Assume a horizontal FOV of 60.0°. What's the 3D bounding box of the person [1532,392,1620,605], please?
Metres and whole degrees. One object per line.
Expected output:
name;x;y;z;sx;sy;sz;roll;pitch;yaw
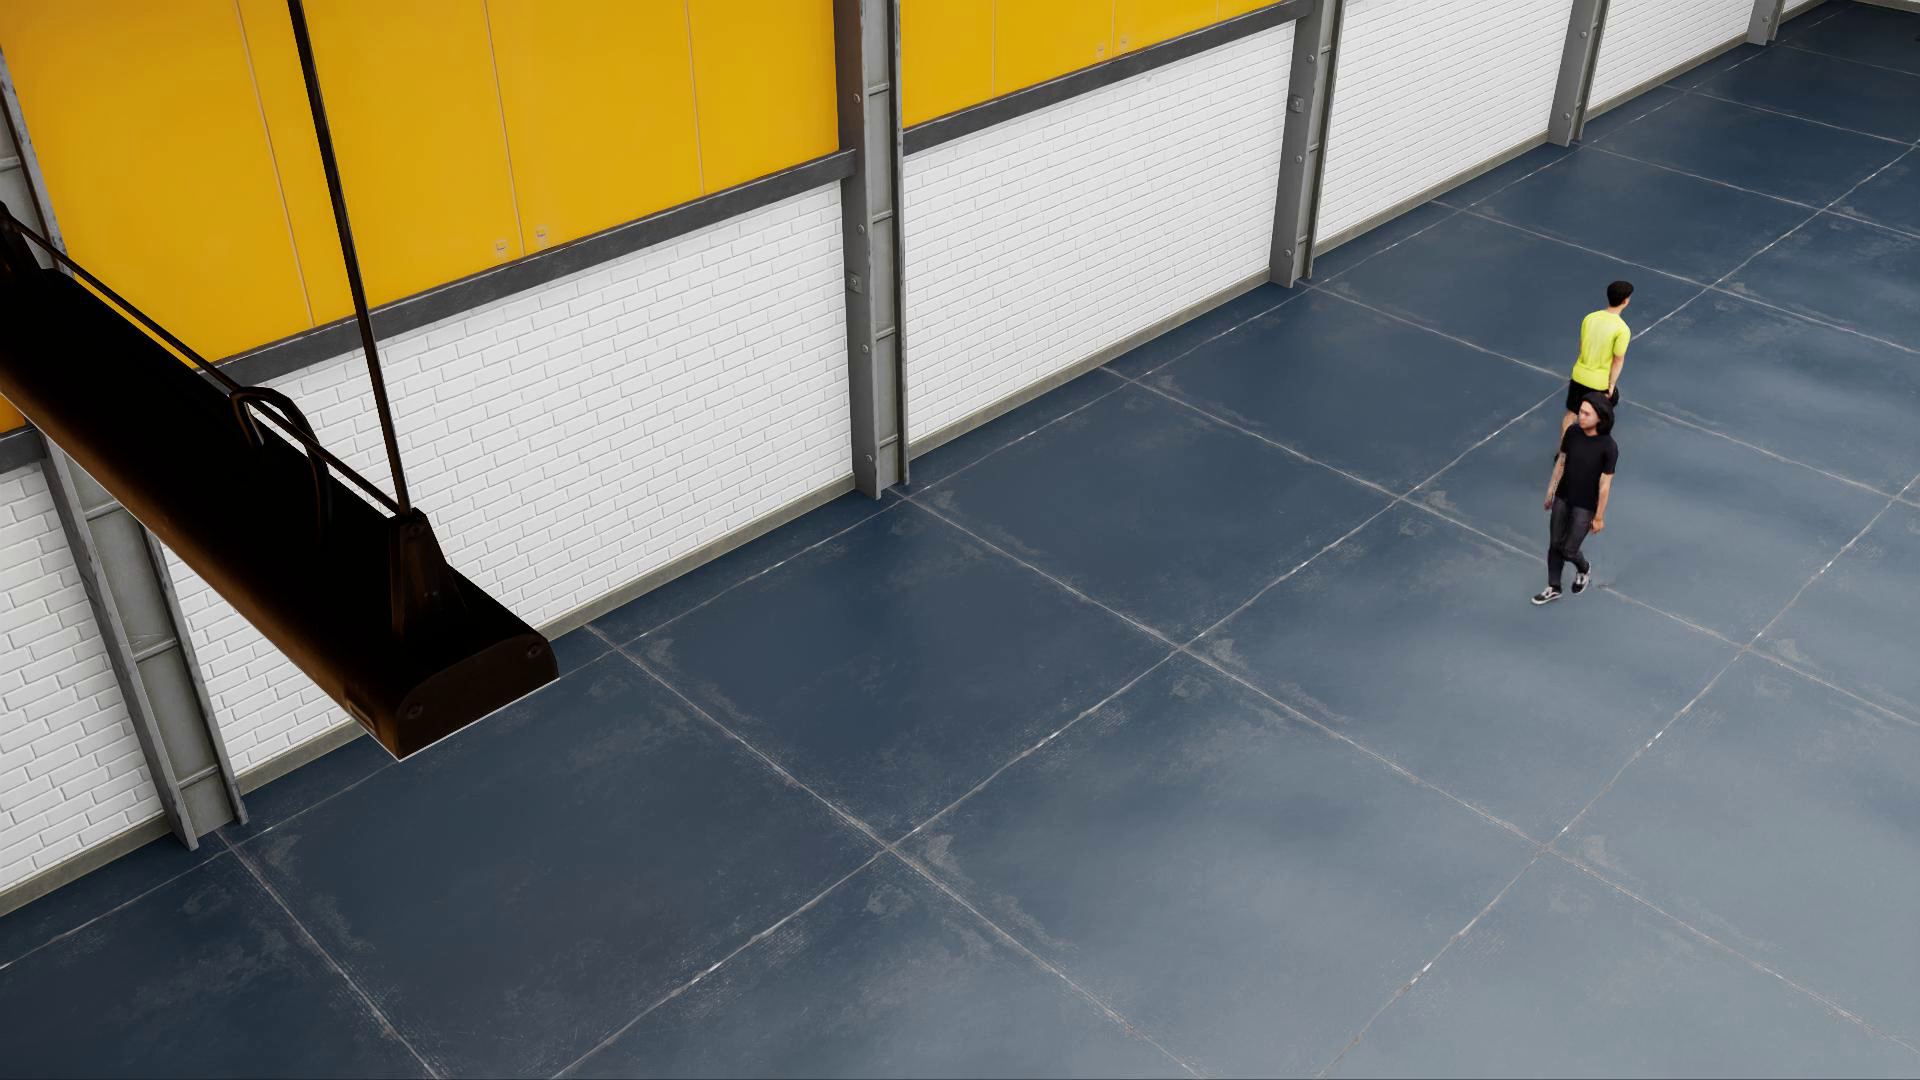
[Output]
person;4.721;-0.317;12.557;0.799;1.816;0.734;-19;38;-26

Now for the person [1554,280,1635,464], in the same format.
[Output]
person;5.406;-1.390;14.282;0.671;1.692;0.628;-27;42;-34
